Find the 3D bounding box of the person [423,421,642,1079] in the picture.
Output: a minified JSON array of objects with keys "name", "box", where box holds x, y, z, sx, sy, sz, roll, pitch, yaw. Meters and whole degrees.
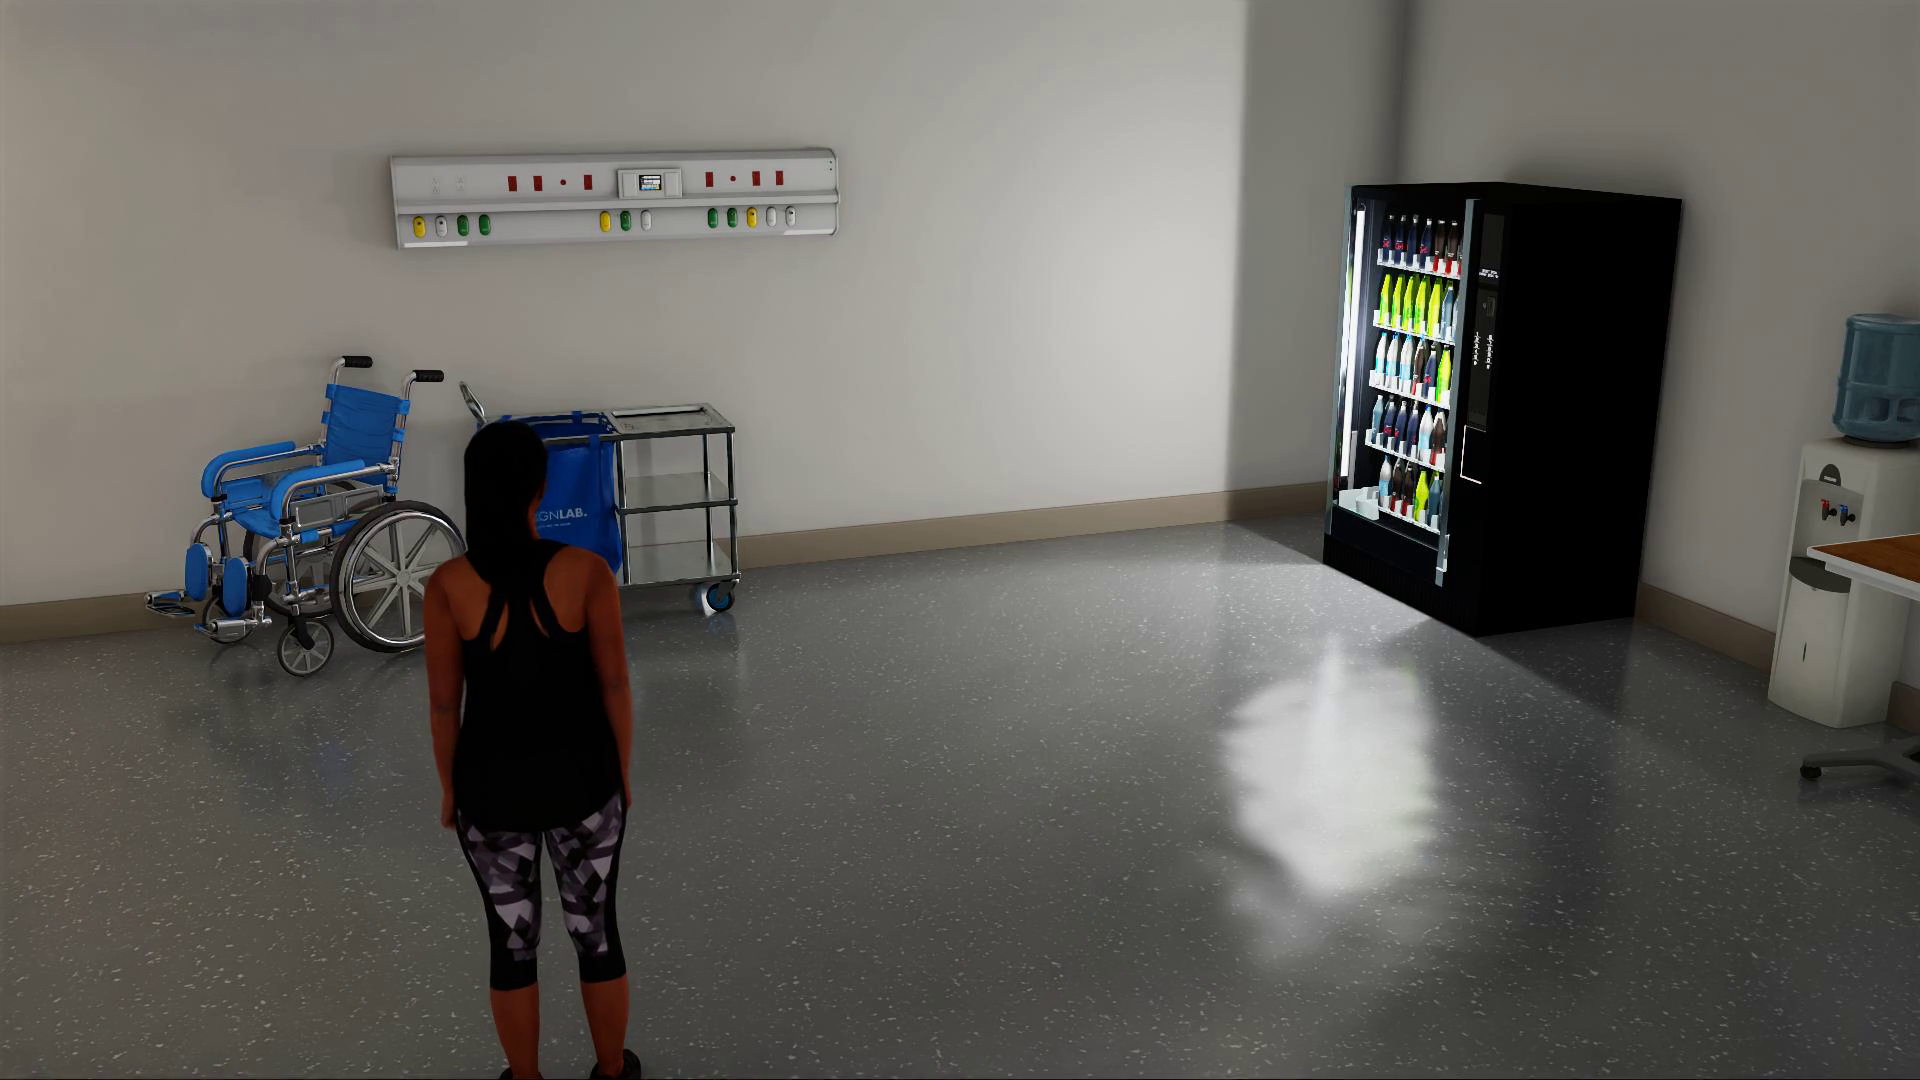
[{"name":"person","box":[-0.934,0.532,3.675,0.601,1.659,0.546,-4,16,-12]}]
